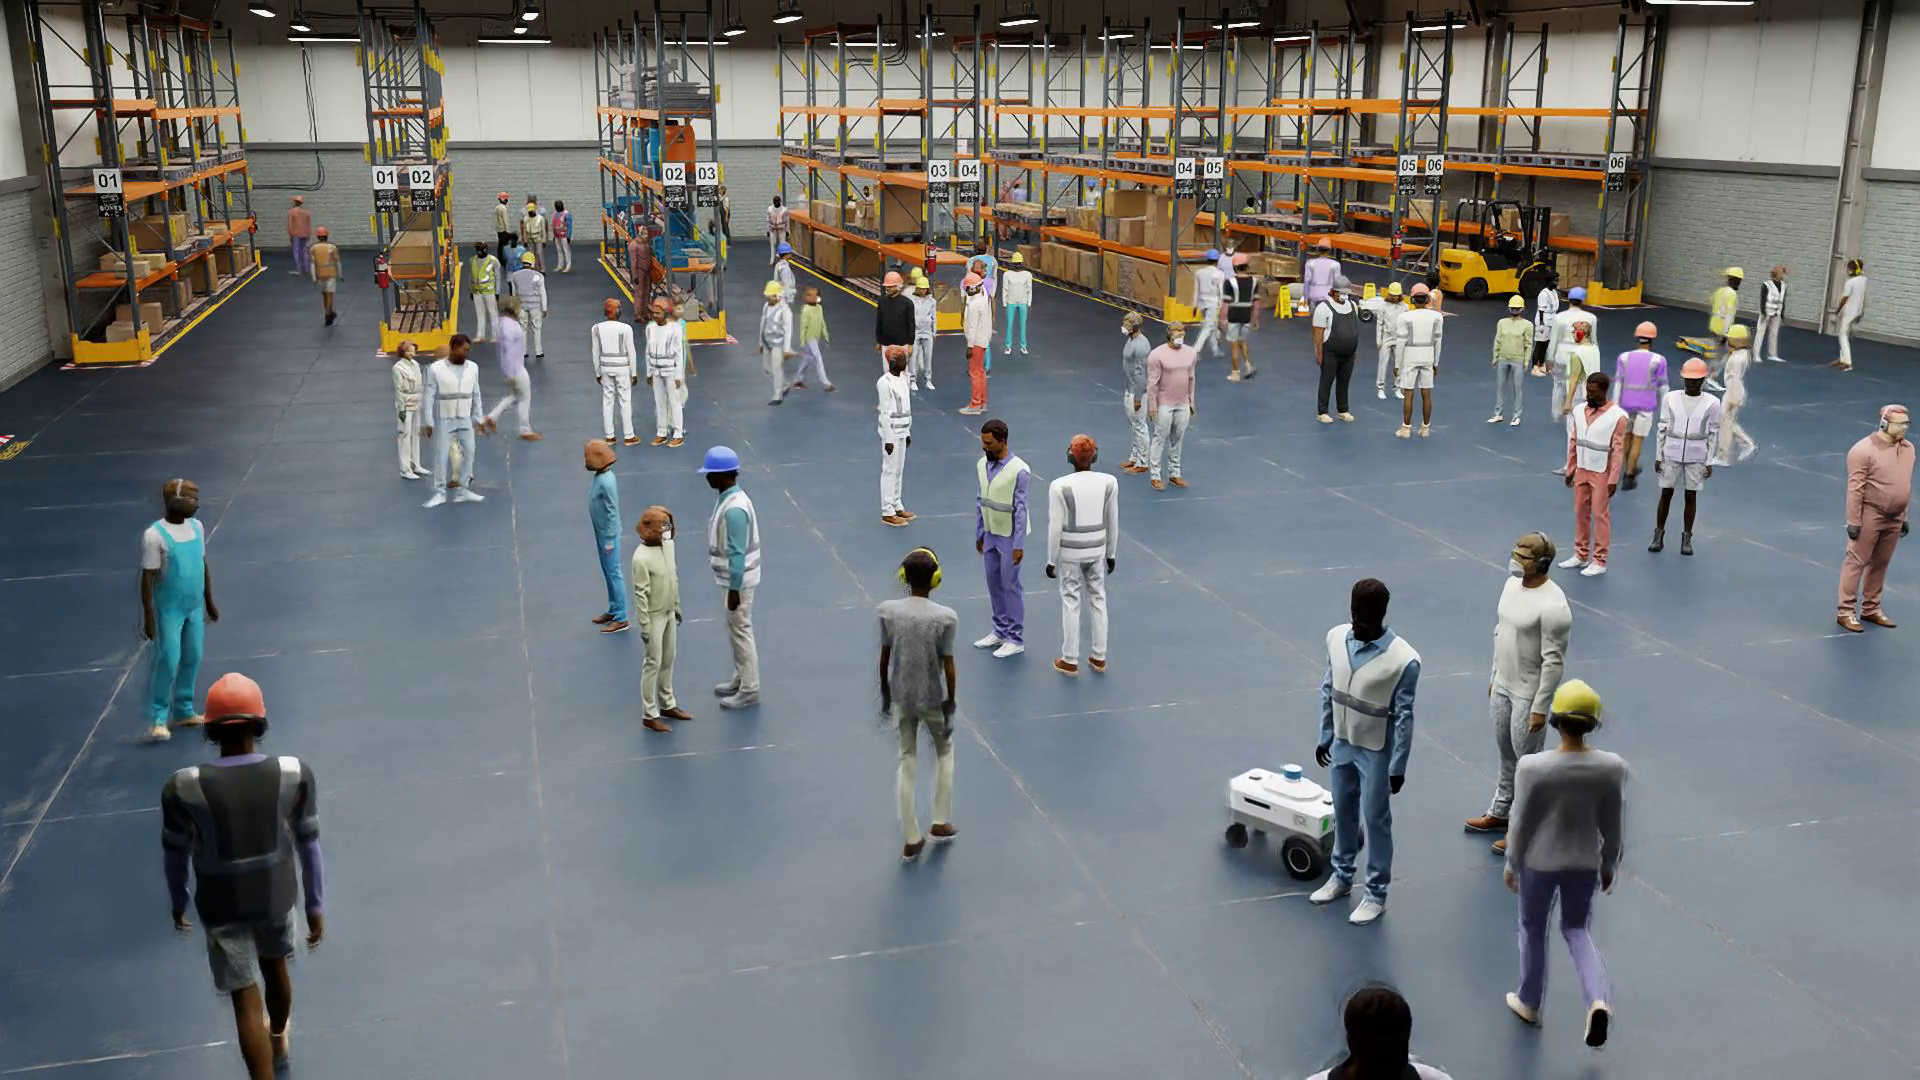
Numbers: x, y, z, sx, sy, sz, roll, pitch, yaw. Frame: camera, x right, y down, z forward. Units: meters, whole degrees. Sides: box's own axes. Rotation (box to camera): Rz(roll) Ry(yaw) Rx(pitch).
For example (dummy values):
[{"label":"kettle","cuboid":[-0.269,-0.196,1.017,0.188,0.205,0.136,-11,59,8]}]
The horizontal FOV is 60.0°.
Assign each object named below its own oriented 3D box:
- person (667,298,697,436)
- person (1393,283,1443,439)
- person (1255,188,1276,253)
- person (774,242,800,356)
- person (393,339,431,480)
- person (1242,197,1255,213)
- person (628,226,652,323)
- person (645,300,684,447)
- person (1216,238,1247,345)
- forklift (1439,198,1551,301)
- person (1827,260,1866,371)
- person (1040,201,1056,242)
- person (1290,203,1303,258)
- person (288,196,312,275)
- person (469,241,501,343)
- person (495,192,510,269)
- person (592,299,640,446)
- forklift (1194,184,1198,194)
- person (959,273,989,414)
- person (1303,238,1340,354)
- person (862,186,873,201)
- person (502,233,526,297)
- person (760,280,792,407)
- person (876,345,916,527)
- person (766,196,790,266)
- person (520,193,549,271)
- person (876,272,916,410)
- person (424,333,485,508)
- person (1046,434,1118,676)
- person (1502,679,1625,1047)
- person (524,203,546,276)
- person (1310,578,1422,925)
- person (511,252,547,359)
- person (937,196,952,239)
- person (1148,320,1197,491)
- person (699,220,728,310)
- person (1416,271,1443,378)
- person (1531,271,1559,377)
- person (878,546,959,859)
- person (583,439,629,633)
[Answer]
[{"label":"person","cuboid":[-3.725,-2.286,21.949,0.509,1.828,0.564,4,15,15]},{"label":"person","cuboid":[5.957,-2.327,21.709,0.605,2.033,0.399,-1,15,-4]},{"label":"person","cuboid":[8.649,-8.997,47.104,0.622,1.890,1.013,-6,16,-23]},{"label":"person","cuboid":[-3.021,-4.162,28.771,0.379,1.950,0.609,-5,16,-17]},{"label":"person","cuboid":[-6.450,-1.541,19.508,0.316,1.635,0.546,2,15,9]},{"label":"person","cuboid":[8.051,-8.703,46.352,0.319,1.693,0.532,-6,16,-20]},{"label":"person","cuboid":[-6.316,-5.280,33.099,0.401,1.893,0.654,5,16,19]},{"label":"person","cuboid":[-3.770,-2.129,21.255,0.576,1.879,0.352,8,17,28]},{"label":"person","cuboid":[4.836,-4.455,29.917,0.628,1.930,0.383,1,15,3]},{"label":"forklift","cuboid":[11.913,-6.508,37.130,2.313,2.155,1.214,-4,15,-15]},{"label":"person","cuboid":[14.600,-3.703,27.323,0.562,1.816,0.618,-10,18,-33]},{"label":"person","cuboid":[2.407,-8.424,45.441,0.520,1.625,0.439,-4,15,-15]},{"label":"person","cuboid":[8.780,-7.859,43.059,0.349,1.761,0.528,-10,18,-32]},{"label":"person","cuboid":[-16.732,-7.720,42.170,0.509,1.945,0.688,13,20,41]},{"label":"person","cuboid":[-8.664,-4.513,30.300,0.619,1.845,0.430,4,15,14]},{"label":"person","cuboid":[-11.907,-8.078,43.442,0.400,1.986,0.619,-12,19,-37]},{"label":"person","cuboid":[-4.405,-2.146,21.306,0.573,1.887,0.355,3,15,11]},{"label":"forklift","cuboid":[7.392,-11.333,53.972,1.873,2.768,1.129,-4,15,-15]},{"label":"person","cuboid":[0.211,-2.771,23.495,0.410,1.980,0.620,4,15,13]},{"label":"person","cuboid":[6.334,-4.274,29.123,0.628,1.995,1.057,4,15,16]},{"label":"person","cuboid":[-2.716,-9.532,49.169,0.503,1.858,0.336,11,19,36]},{"label":"person","cuboid":[-9.359,-5.647,34.978,0.528,1.632,0.900,-2,15,-7]},{"label":"person","cuboid":[-2.664,-2.847,24.071,0.434,1.826,0.600,-13,20,-40]},{"label":"person","cuboid":[-0.667,-1.095,17.358,0.355,1.884,0.575,4,16,16]},{"label":"person","cuboid":[-4.849,-8.236,44.310,0.624,1.845,0.430,2,15,7]},{"label":"person","cuboid":[-10.996,-8.000,43.039,0.684,2.000,1.105,-2,15,-6]},{"label":"person","cuboid":[-0.929,-2.801,23.568,0.625,1.990,0.389,8,17,28]},{"label":"person","cuboid":[-5.593,-1.310,18.174,0.366,1.883,0.742,14,20,43]},{"label":"person","cuboid":[0.938,0.118,12.793,0.584,1.882,0.337,-6,16,-20]},{"label":"person","cuboid":[2.834,1.527,7.762,0.525,1.748,0.579,-2,15,-6]},{"label":"person","cuboid":[-10.641,-7.506,41.624,0.604,1.815,0.403,5,16,17]},{"label":"person","cuboid":[2.193,1.116,8.993,0.397,1.911,0.587,-11,18,-35]},{"label":"person","cuboid":[-7.333,-3.989,28.374,0.596,1.826,0.403,1,15,4]},{"label":"person","cuboid":[-0.486,-10.361,52.731,0.503,1.628,0.279,8,17,27]},{"label":"person","cuboid":[2.406,-1.533,18.904,0.634,1.936,0.351,-7,17,-26]},{"label":"person","cuboid":[-5.197,-5.800,35.080,0.643,1.879,1.046,-3,15,-12]},{"label":"person","cuboid":[7.475,-3.415,26.442,0.318,1.699,0.535,9,17,31]},{"label":"person","cuboid":[9.388,-3.462,26.640,0.318,1.692,0.537,12,19,39]},{"label":"person","cuboid":[-0.245,0.936,9.798,0.528,1.849,0.634,3,15,13]},{"label":"person","cuboid":[-2.963,-0.040,13.867,0.277,1.631,0.506,-6,16,-22]}]
